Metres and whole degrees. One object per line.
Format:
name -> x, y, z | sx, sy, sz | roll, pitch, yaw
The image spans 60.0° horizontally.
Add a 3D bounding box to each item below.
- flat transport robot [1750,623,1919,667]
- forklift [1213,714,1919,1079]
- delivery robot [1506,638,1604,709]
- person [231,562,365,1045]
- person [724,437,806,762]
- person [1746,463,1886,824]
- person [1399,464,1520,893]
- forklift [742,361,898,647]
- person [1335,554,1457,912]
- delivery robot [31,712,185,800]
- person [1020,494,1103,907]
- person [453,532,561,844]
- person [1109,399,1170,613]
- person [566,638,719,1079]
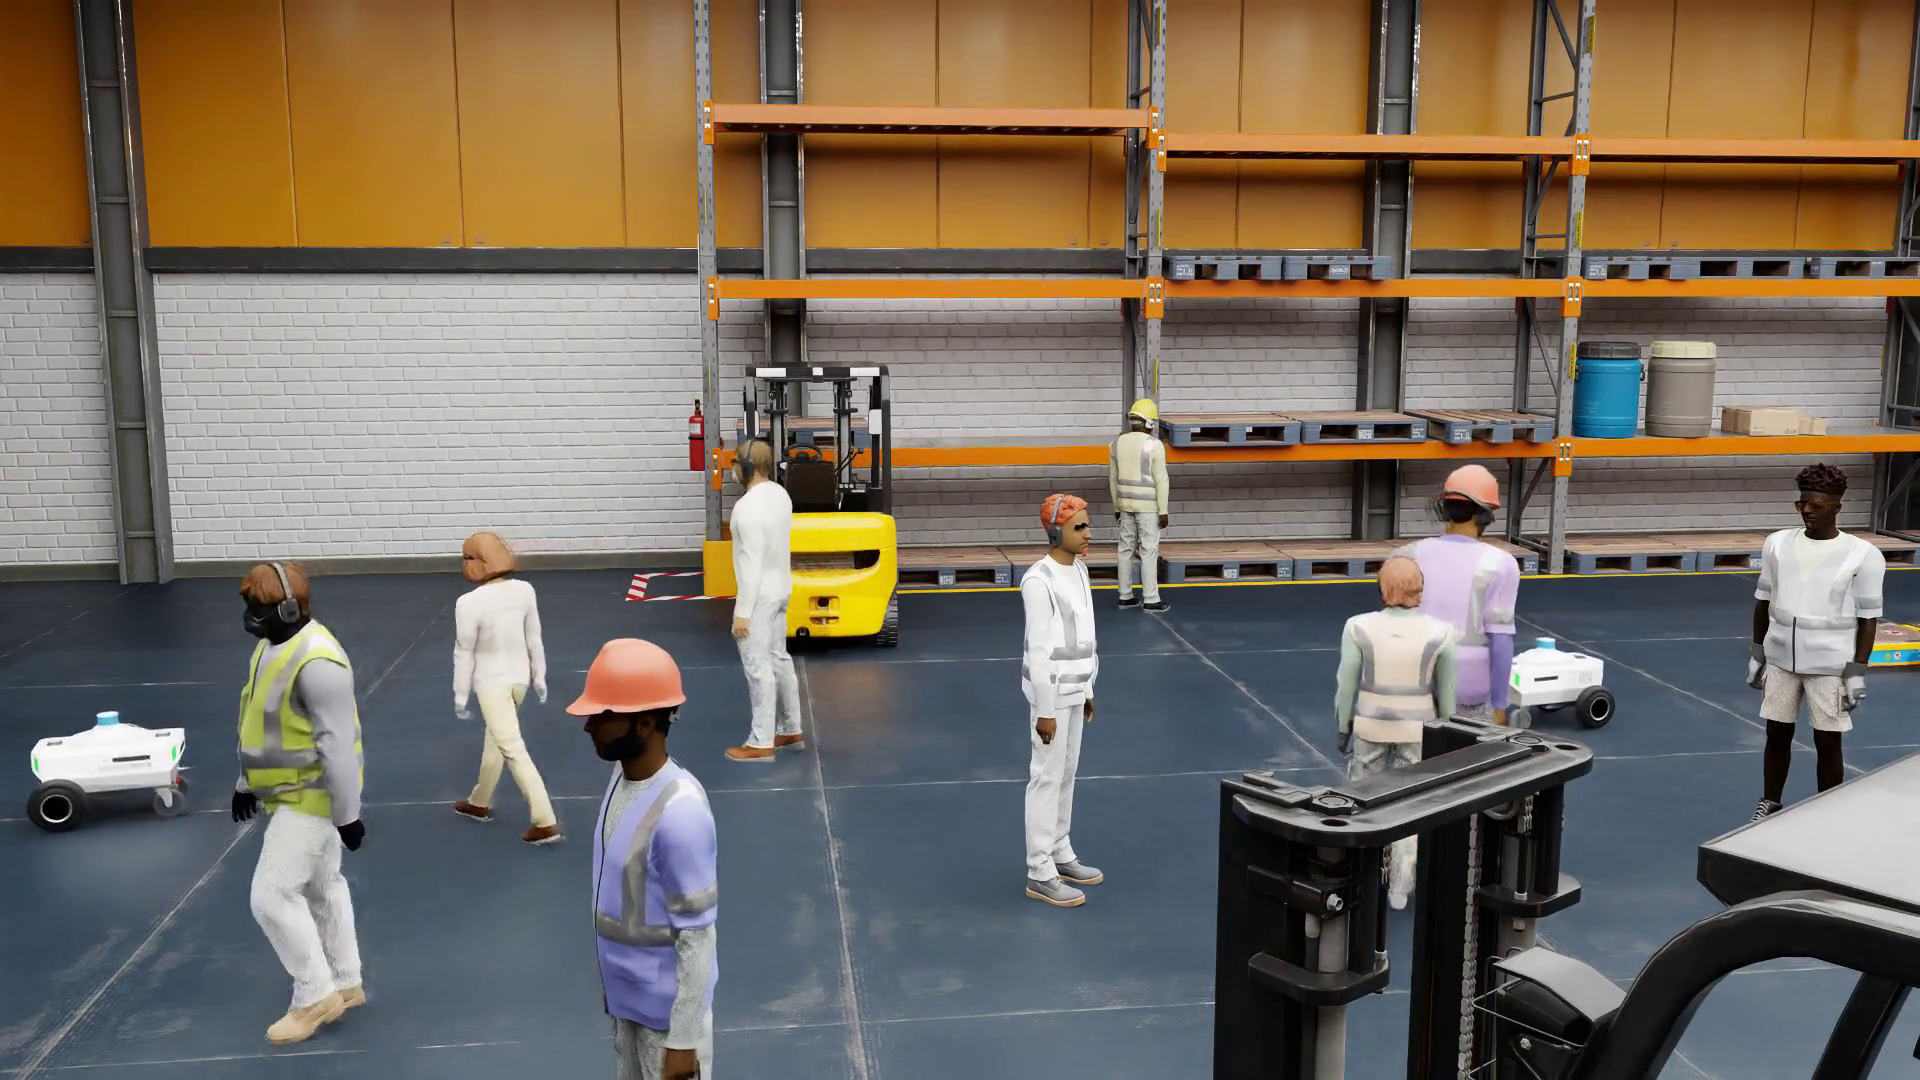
flat transport robot -> 6.712, 0.786, 12.320 | 1.431, 0.197, 0.652 | -1, 9, -9
forklift -> 1.441, 1.425, 2.350 | 1.214, 2.155, 2.313 | -7, 12, -39
delivery robot -> 3.739, 0.868, 10.632 | 0.707, 0.478, 0.477 | -3, 10, -19
person -> -2.535, 0.981, 6.291 | 0.563, 1.822, 0.642 | -6, 11, -32
person -> -1.176, 0.353, 9.854 | 0.352, 1.940, 0.635 | 2, 9, 14
person -> 4.207, 0.593, 8.248 | 0.367, 1.966, 0.603 | -7, 12, -38
person -> 2.265, 0.664, 7.677 | 0.605, 2.021, 0.552 | 8, 12, 41
forklift -> -1.154, -0.340, 13.365 | 1.214, 2.155, 2.313 | -1, 9, -7
person -> 1.964, 0.882, 7.513 | 0.530, 1.630, 0.353 | 2, 9, 15
delivery robot -> -4.509, 1.157, 8.834 | 0.707, 0.478, 0.477 | -3, 10, -19
person -> 0.472, 0.725, 7.689 | 0.355, 1.883, 0.575 | 4, 10, 22
person -> -2.353, 0.744, 8.507 | 0.886, 1.583, 0.500 | 5, 11, 31
person -> 1.552, -0.291, 14.206 | 0.588, 1.827, 0.403 | 9, 13, 43
person -> -0.840, 1.213, 4.470 | 0.370, 1.939, 0.543 | -5, 10, -29
